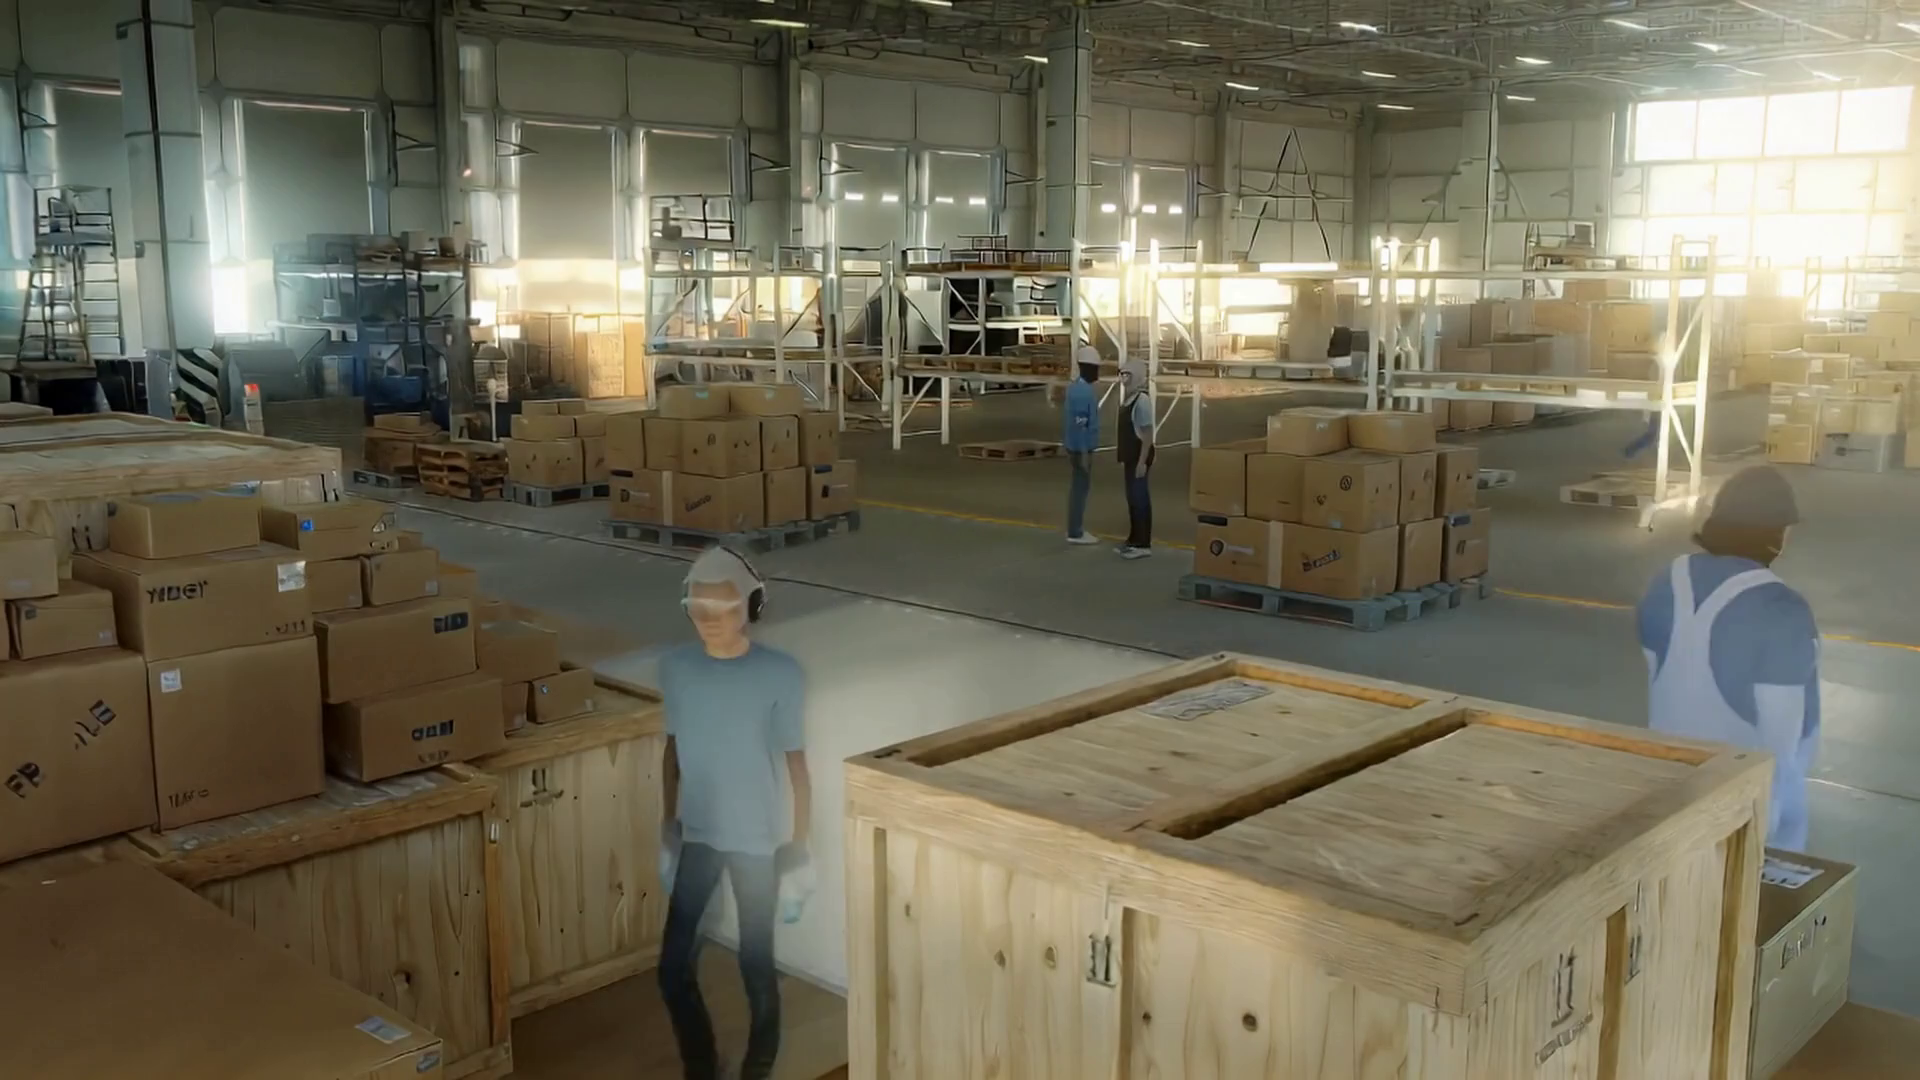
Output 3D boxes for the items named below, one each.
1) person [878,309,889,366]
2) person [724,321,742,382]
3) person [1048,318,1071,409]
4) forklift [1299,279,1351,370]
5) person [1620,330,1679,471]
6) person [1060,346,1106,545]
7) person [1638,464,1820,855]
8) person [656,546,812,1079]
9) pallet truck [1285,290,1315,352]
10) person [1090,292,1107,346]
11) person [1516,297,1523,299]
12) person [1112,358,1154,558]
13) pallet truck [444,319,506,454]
[{"bbox_3d":[-2.026,-5.352,44.187,0.313,1.634,0.514,1,9,5],"label":"person"},{"bbox_3d":[-4.214,-3.231,30.967,0.318,1.699,0.535,-7,11,-35],"label":"person"},{"bbox_3d":[1.903,-3.329,31.470,0.486,1.737,0.334,-2,9,-12],"label":"person"},{"bbox_3d":[9.407,-5.936,43.940,1.873,2.768,1.129,-8,12,-39],"label":"forklift"},{"bbox_3d":[8.935,-1.764,21.402,0.764,1.892,0.597,8,12,42],"label":"person"},{"bbox_3d":[1.190,-0.909,16.101,0.452,1.911,0.642,0,9,0],"label":"person"},{"bbox_3d":[2.623,0.706,5.786,0.929,2.000,0.682,-4,10,-23],"label":"person"},{"bbox_3d":[-0.693,0.938,4.949,0.553,1.845,0.575,3,10,15],"label":"person"},{"bbox_3d":[11.297,-6.951,52.861,1.885,1.965,0.823,-5,11,-29],"label":"pallet truck"},{"bbox_3d":[4.297,-6.709,51.597,0.544,1.930,0.388,0,9,-2],"label":"person"},{"bbox_3d":[14.399,-5.310,42.986,0.551,1.934,0.373,6,11,31],"label":"person"},{"bbox_3d":[1.617,-0.754,15.337,0.327,1.842,0.517,-2,9,-11],"label":"person"},{"bbox_3d":[-6.981,-1.942,22.150,1.885,1.965,0.823,1,9,9],"label":"pallet truck"}]
